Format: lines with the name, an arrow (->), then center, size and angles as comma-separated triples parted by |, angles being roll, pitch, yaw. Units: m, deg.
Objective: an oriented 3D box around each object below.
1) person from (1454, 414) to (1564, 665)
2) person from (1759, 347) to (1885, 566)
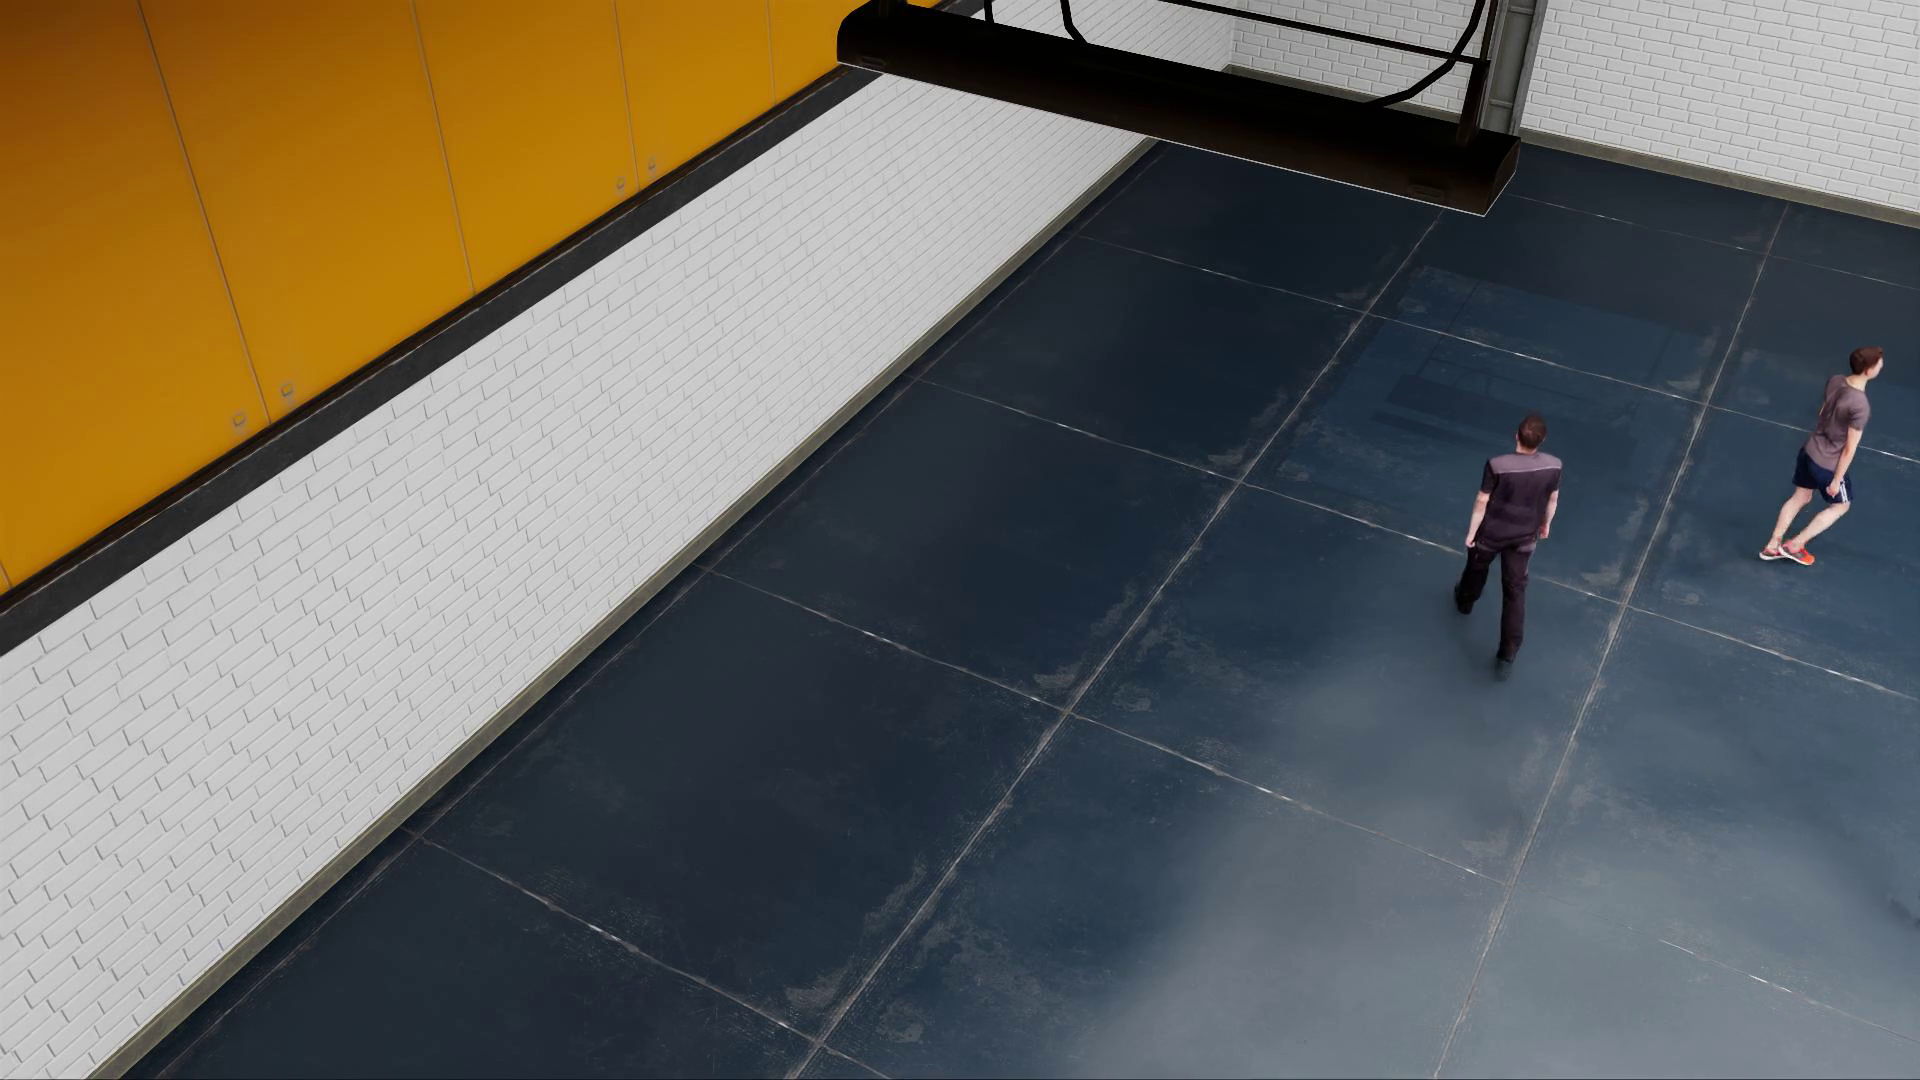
person -> 3.701, 0.010, 11.183 | 1.262, 1.812, 1.157 | 2, 39, 3
person -> 6.100, -0.566, 11.884 | 0.856, 1.838, 0.816 | -5, 39, -6
